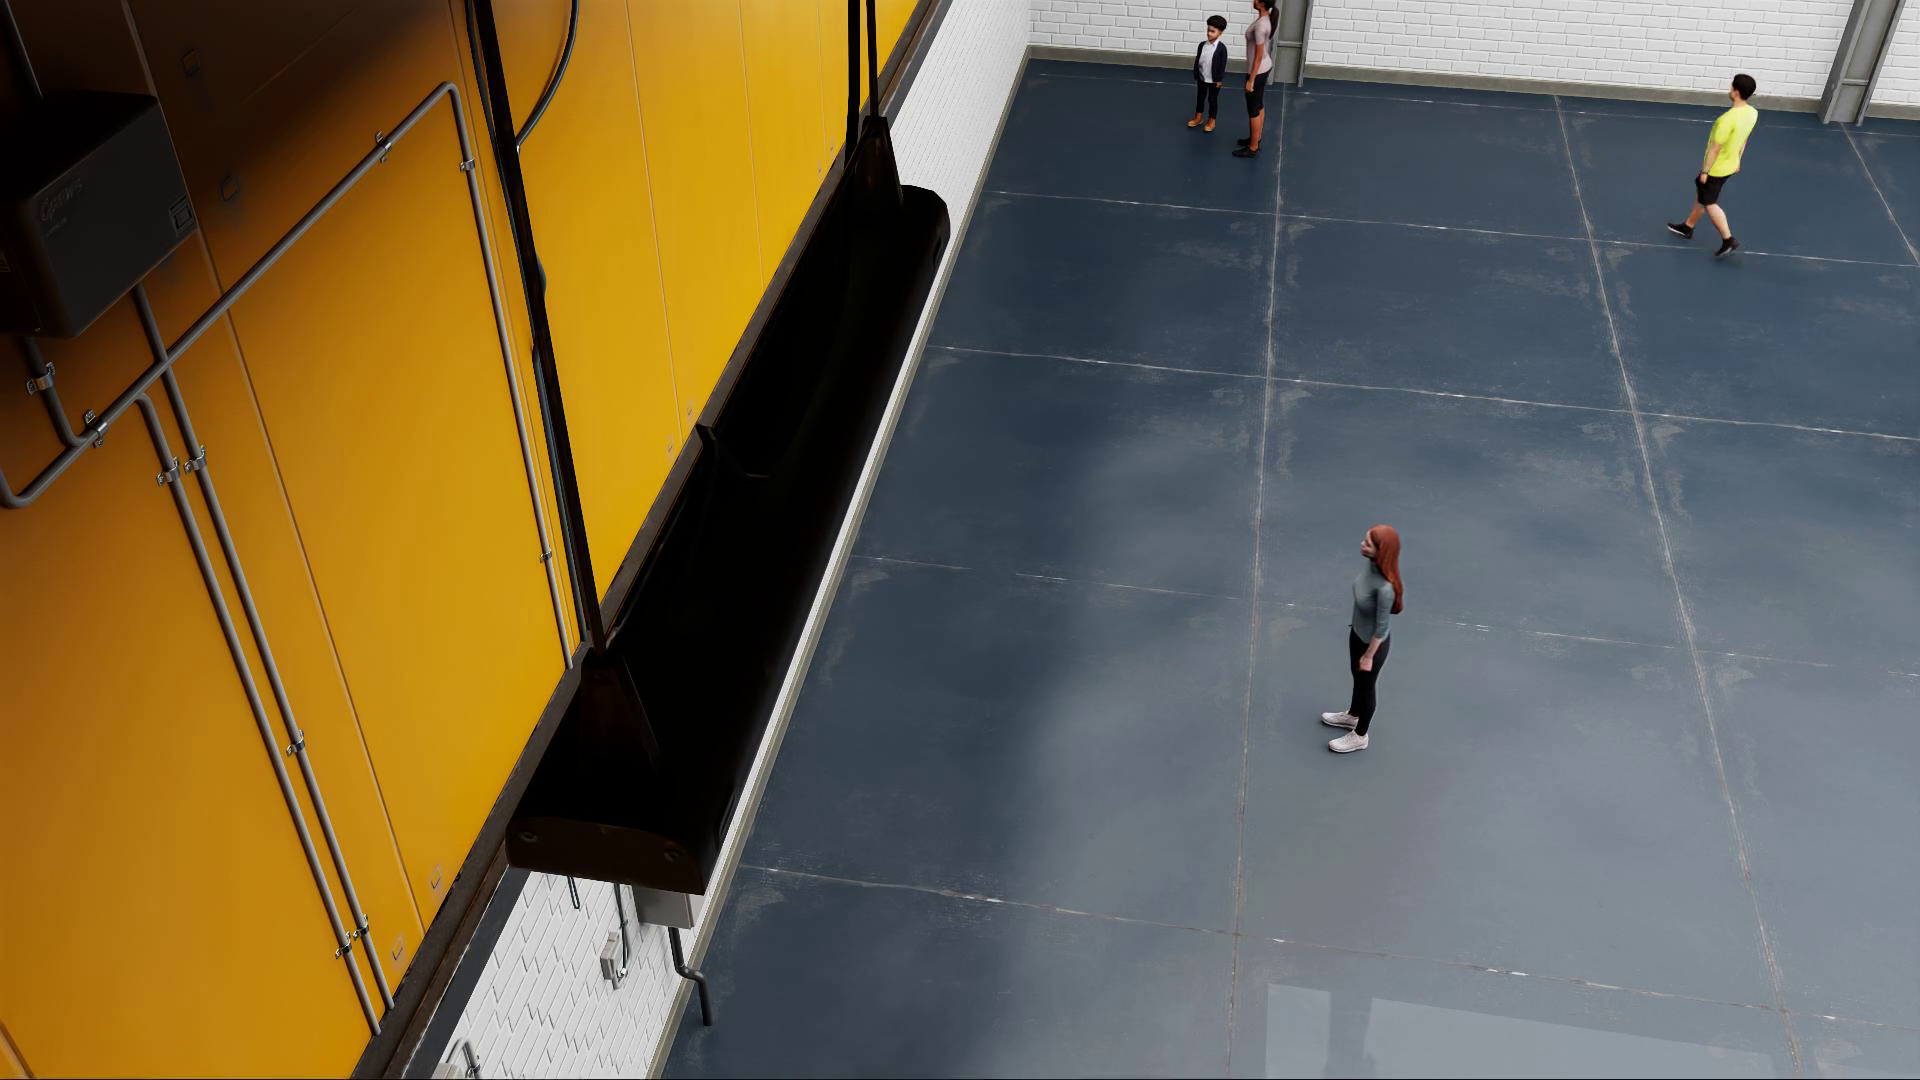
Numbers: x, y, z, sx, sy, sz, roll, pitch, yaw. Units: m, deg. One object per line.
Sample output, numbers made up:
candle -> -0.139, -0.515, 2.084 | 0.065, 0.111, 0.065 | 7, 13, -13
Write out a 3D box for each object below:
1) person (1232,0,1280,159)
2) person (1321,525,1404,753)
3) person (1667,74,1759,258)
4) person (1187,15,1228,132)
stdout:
person -> 3.051, -4.791, 17.036 | 0.583, 1.747, 0.644 | 13, 40, 15
person -> 2.516, 0.612, 10.274 | 0.551, 1.742, 0.599 | 2, 39, 2
person -> 7.114, -3.453, 15.412 | 1.041, 1.683, 1.110 | -25, 45, -28
person -> 2.658, -4.977, 17.685 | 0.561, 1.227, 0.647 | 26, 46, 29
